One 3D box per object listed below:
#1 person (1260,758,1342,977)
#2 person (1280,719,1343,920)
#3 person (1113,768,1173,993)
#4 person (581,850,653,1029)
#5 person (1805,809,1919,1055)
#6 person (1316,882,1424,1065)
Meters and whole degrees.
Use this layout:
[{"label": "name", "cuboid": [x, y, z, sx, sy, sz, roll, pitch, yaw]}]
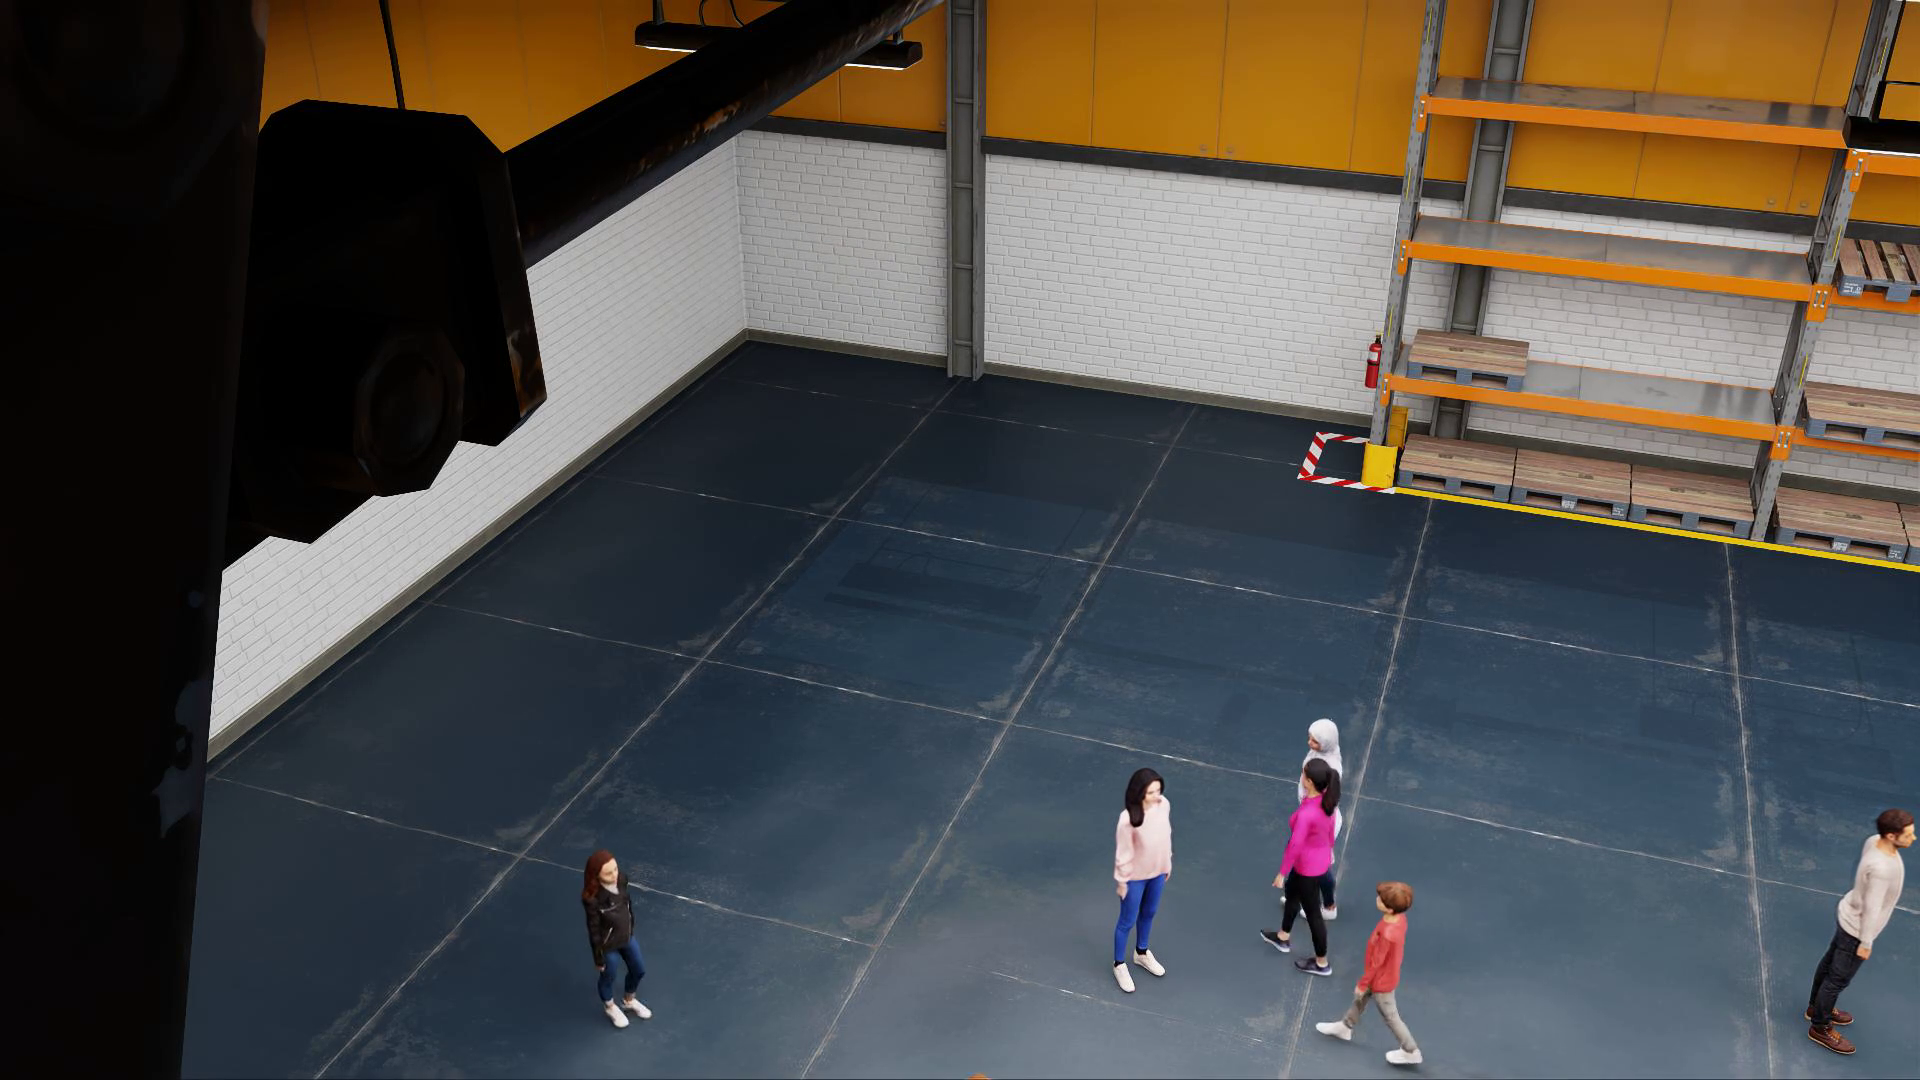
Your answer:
[{"label": "person", "cuboid": [2.509, 2.283, 11.495, 0.931, 1.674, 0.844, 18, 33, 29]}, {"label": "person", "cuboid": [2.657, 2.017, 11.898, 0.733, 1.755, 0.758, 2, 29, 4]}, {"label": "person", "cuboid": [1.241, 2.286, 11.391, 0.731, 1.769, 0.744, -19, 34, -30]}, {"label": "person", "cuboid": [-2.366, 2.625, 11.081, 0.610, 1.470, 0.624, 17, 33, 28]}, {"label": "person", "cuboid": [5.883, 2.506, 10.886, 0.564, 1.866, 0.673, 12, 31, 21]}, {"label": "person", "cuboid": [2.809, 2.840, 10.774, 0.926, 1.386, 0.531, 11, 30, 19]}]
